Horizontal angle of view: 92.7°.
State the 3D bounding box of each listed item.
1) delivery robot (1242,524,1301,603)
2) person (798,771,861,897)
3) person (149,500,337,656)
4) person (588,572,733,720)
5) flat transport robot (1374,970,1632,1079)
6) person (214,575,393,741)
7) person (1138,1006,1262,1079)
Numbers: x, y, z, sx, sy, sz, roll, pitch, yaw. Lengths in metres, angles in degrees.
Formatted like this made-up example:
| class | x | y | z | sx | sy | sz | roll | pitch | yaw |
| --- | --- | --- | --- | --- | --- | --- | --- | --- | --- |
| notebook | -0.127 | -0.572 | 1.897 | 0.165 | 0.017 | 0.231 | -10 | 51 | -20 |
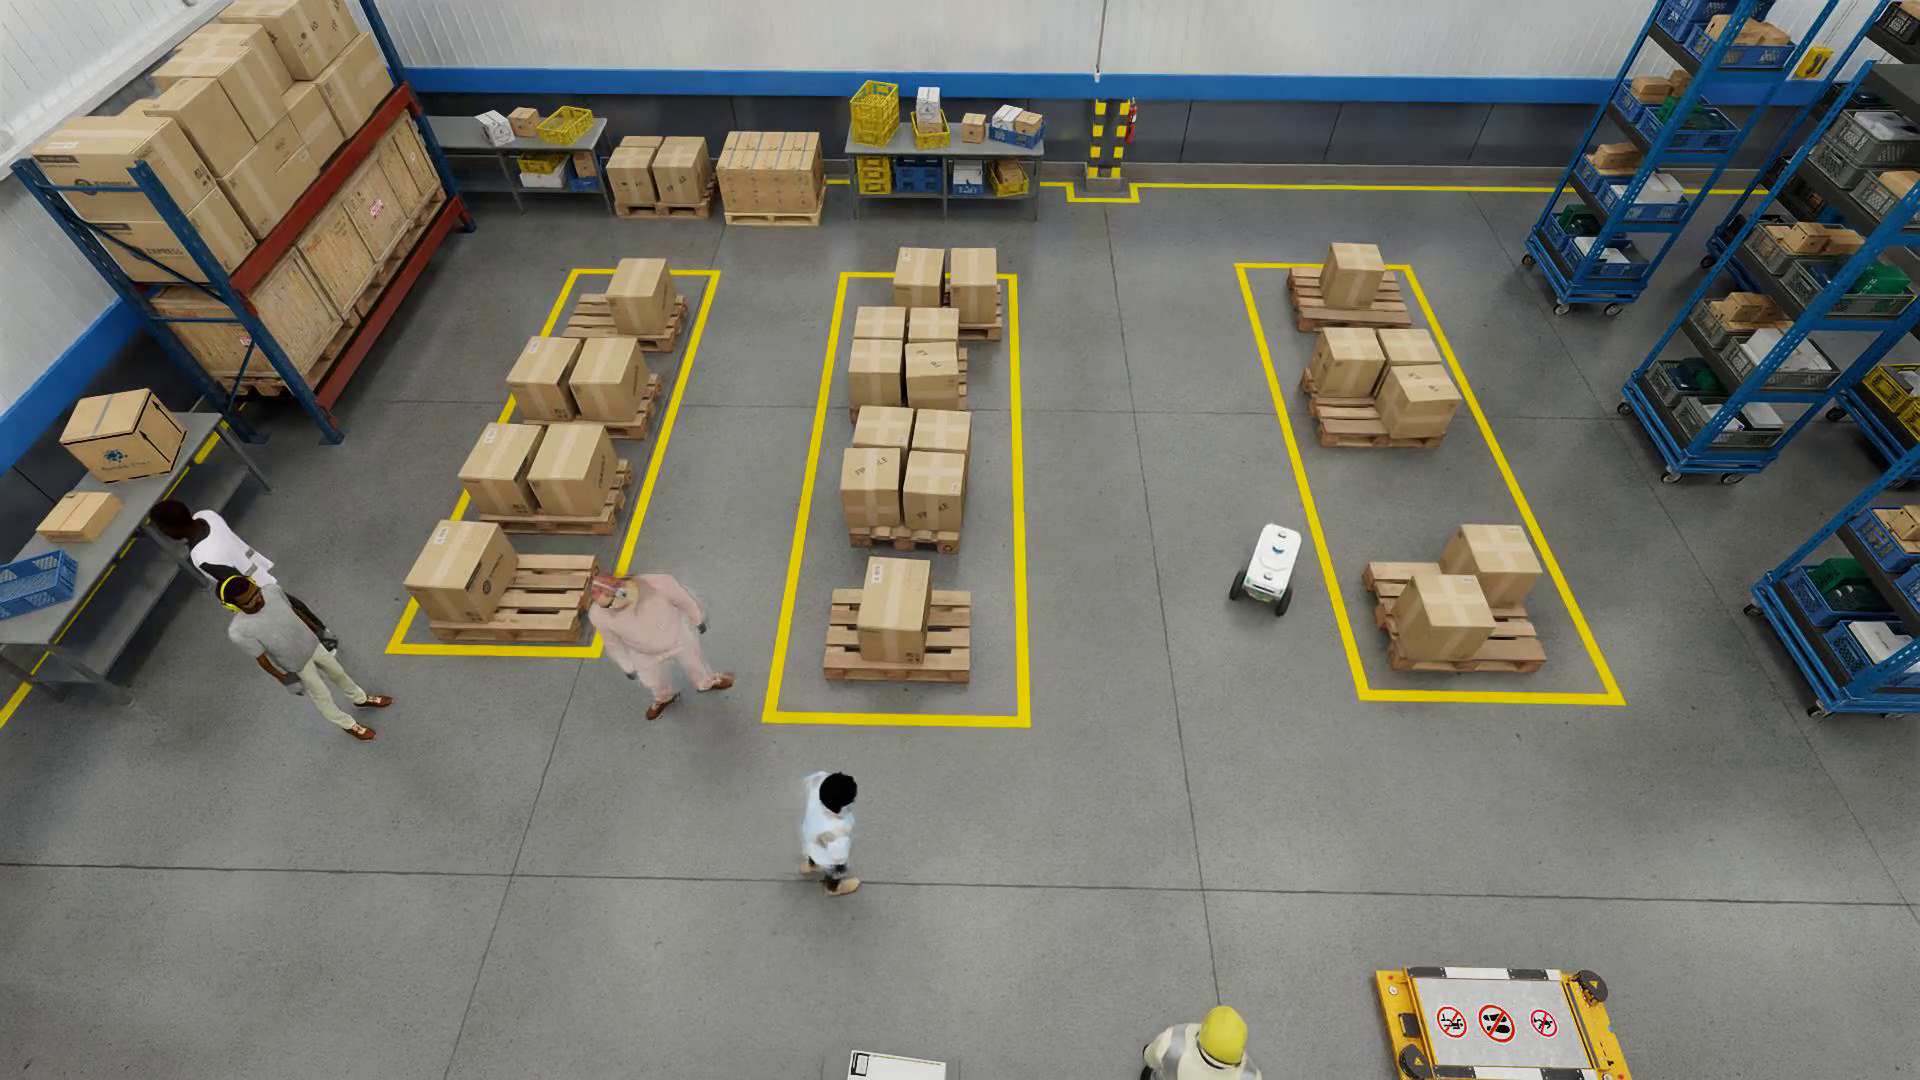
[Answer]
| class | x | y | z | sx | sy | sz | roll | pitch | yaw |
| --- | --- | --- | --- | --- | --- | --- | --- | --- | --- |
| delivery robot | 2.752 | 0.194 | 8.070 | 0.477 | 0.478 | 0.707 | 21 | 54 | 16 |
| person | -0.836 | 1.947 | 5.979 | 0.450 | 1.668 | 0.554 | -16 | 53 | -13 |
| person | -5.514 | 0.340 | 7.136 | 0.375 | 1.917 | 0.592 | -26 | 55 | -19 |
| person | -2.199 | 0.761 | 6.834 | 0.769 | 1.861 | 0.396 | -22 | 54 | -17 |
| flat transport robot | 3.501 | 3.133 | 5.914 | 1.431 | 0.197 | 0.652 | 1 | 51 | 1 |
| person | -4.820 | 0.854 | 6.748 | 0.319 | 1.871 | 0.532 | 3 | 51 | 2 |
| person | 1.297 | 2.944 | 5.074 | 0.588 | 1.823 | 0.403 | 18 | 53 | 14 |
